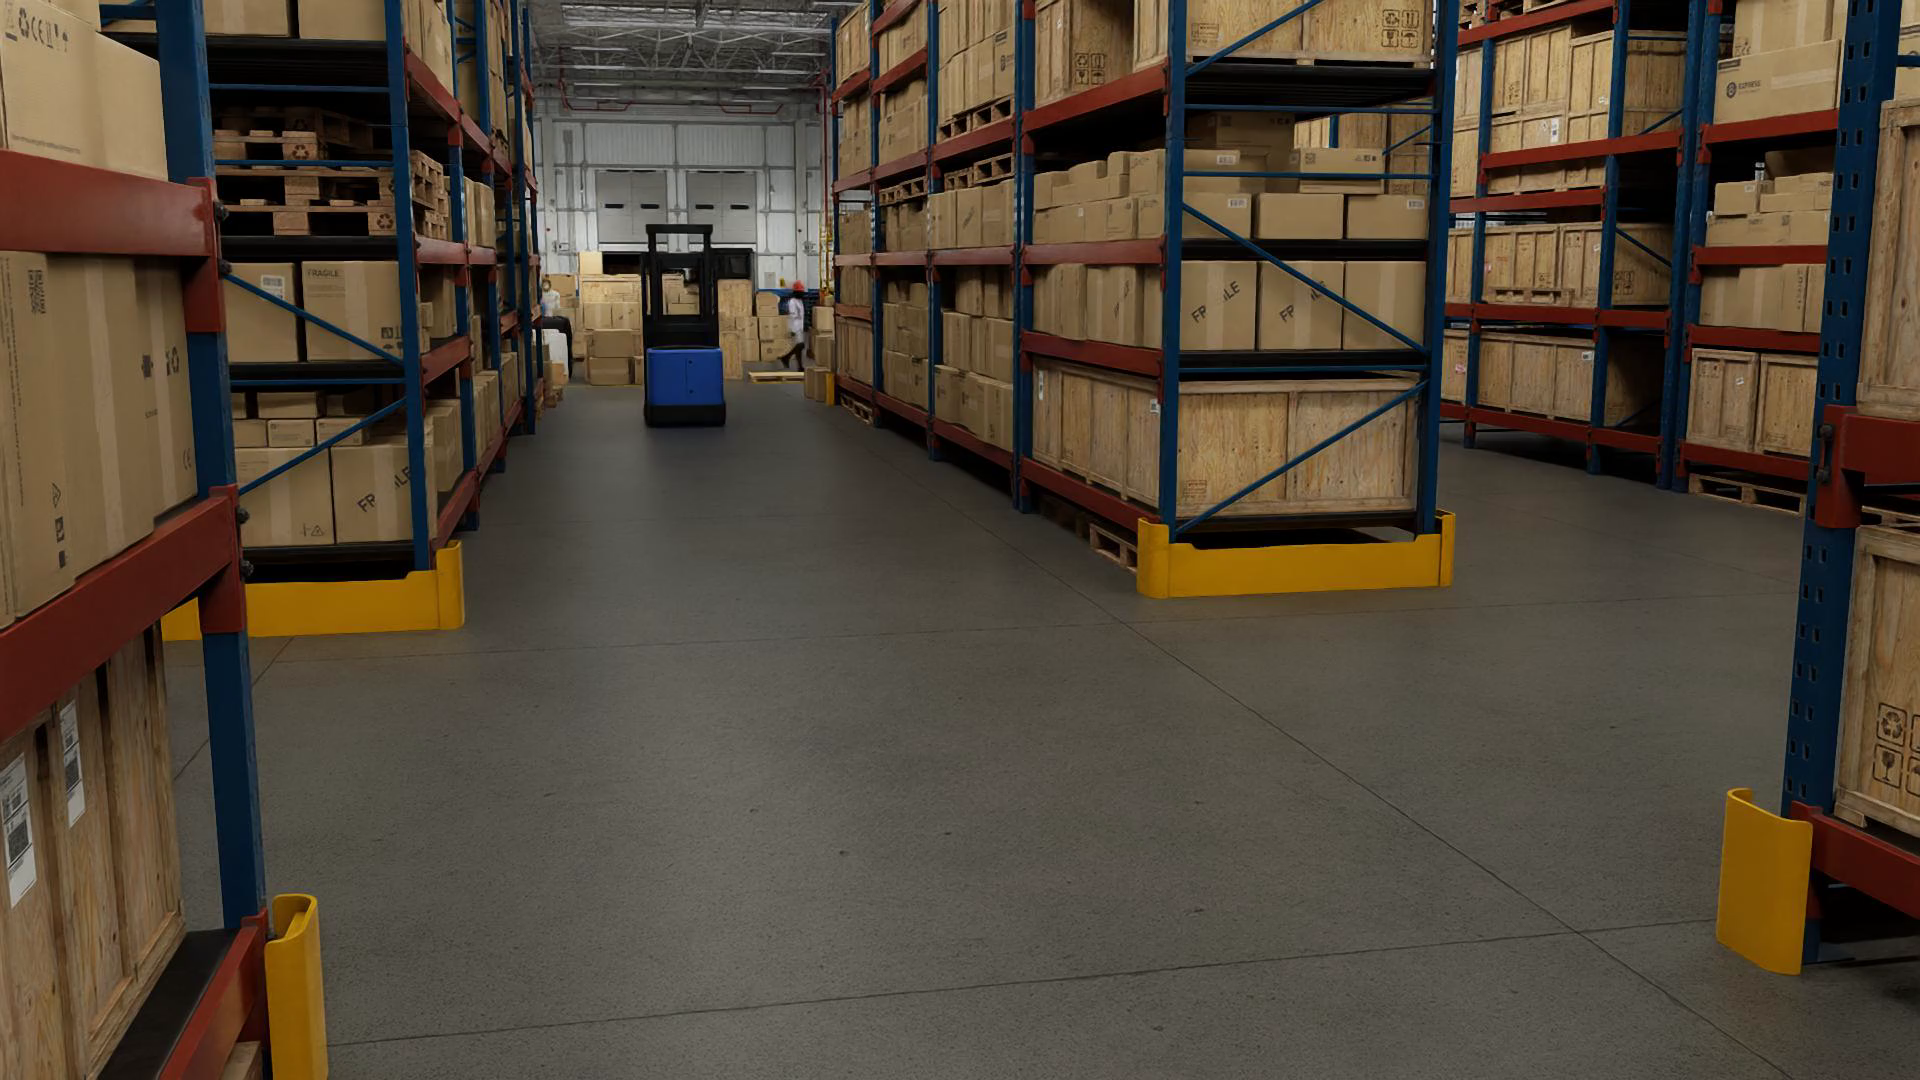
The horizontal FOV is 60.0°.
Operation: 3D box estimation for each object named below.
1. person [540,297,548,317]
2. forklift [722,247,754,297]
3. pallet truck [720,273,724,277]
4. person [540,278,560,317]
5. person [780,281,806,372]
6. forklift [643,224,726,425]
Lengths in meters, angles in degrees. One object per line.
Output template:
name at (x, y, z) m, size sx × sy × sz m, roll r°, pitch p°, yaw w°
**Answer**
person at (-9.132, -4.497, 35.466) m, size 0.833 × 1.811 × 0.661 m, roll -6°, pitch 11°, yaw -31°
forklift at (-6.924, -7.739, 51.995) m, size 1.129 × 2.768 × 1.873 m, roll -7°, pitch 12°, yaw -38°
pallet truck at (-8.580, -8.986, 62.280) m, size 1.885 × 1.965 × 0.823 m, roll 1°, pitch 9°, yaw 5°
person at (-10.341, -5.583, 41.719) m, size 0.633 × 1.938 × 0.356 m, roll -2°, pitch 10°, yaw -11°
person at (-3.468, -4.476, 35.014) m, size 0.601 × 1.925 × 0.567 m, roll 2°, pitch 10°, yaw 13°
forklift at (-3.968, -3.099, 23.710) m, size 1.129 × 2.768 × 1.873 m, roll -2°, pitch 10°, yaw -12°
